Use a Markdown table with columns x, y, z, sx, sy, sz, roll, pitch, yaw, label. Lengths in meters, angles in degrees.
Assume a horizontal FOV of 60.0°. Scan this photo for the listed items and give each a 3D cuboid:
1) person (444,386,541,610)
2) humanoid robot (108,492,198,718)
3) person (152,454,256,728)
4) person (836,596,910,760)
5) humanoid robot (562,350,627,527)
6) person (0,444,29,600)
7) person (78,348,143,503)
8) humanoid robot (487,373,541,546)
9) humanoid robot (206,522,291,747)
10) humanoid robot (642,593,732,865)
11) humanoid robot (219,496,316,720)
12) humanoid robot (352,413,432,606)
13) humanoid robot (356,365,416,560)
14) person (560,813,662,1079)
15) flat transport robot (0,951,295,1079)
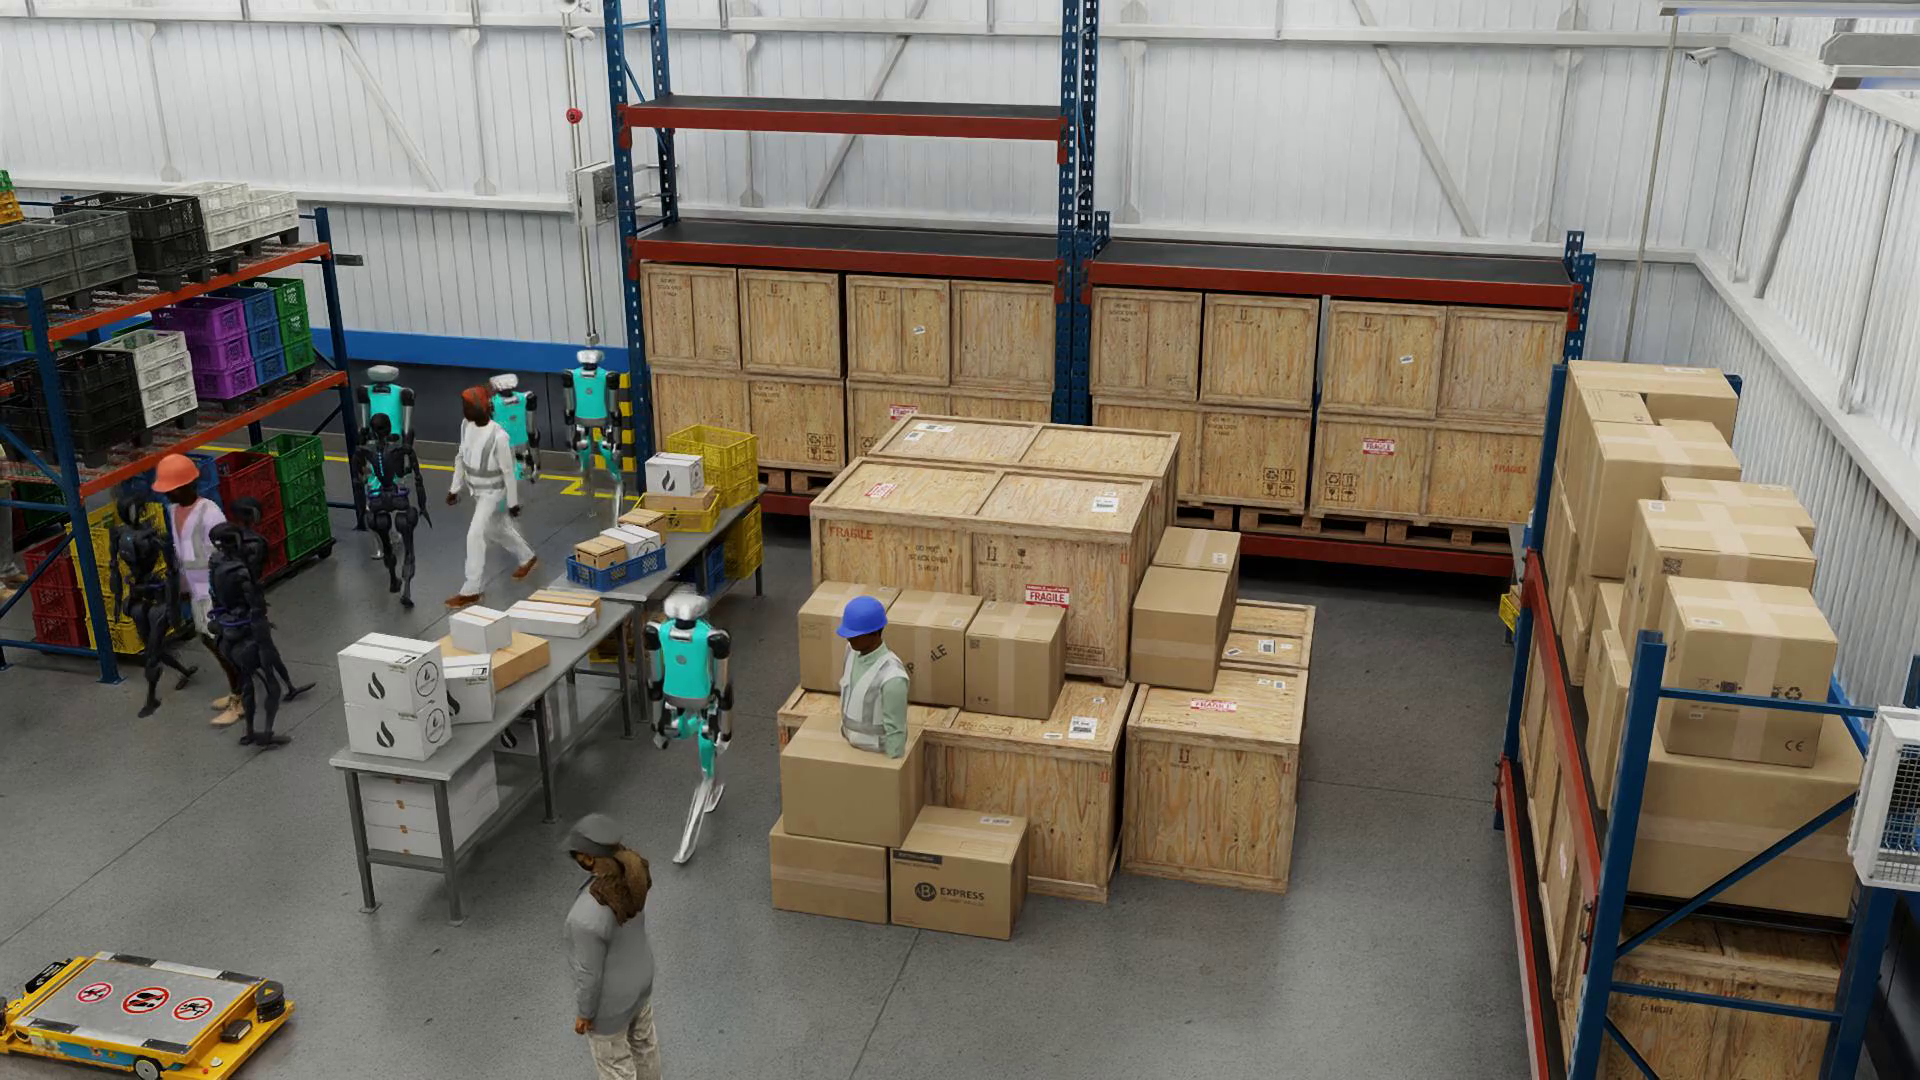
| x | y | z | sx | sy | sz | roll | pitch | yaw | label |
| --- | --- | --- | --- | --- | --- | --- | --- | --- | --- |
| -3.966 | -0.410 | 13.934 | 0.987 | 1.818 | 0.557 | -18 | 27 | -39 | person |
| -5.844 | 0.417 | 12.028 | 0.589 | 1.636 | 0.648 | 5 | 22 | 14 | humanoid robot |
| -5.330 | 0.343 | 11.704 | 0.652 | 2.020 | 0.449 | 14 | 25 | 33 | person |
| -0.503 | 1.210 | 9.551 | 0.410 | 1.939 | 0.606 | -11 | 24 | -26 | person |
| -3.369 | -0.964 | 15.609 | 0.540 | 1.806 | 0.809 | 0 | 21 | 1 | humanoid robot |
| -8.120 | -0.409 | 13.932 | 0.431 | 1.835 | 0.622 | -3 | 21 | -7 | person |
| -7.726 | -0.896 | 15.214 | 0.458 | 1.815 | 0.606 | -19 | 28 | -40 | person |
| -4.101 | -0.689 | 14.849 | 0.537 | 1.762 | 1.017 | -16 | 26 | -35 | humanoid robot |
| -4.926 | 0.650 | 11.370 | 0.614 | 1.653 | 0.316 | 16 | 26 | 36 | humanoid robot |
| -1.579 | 1.063 | 10.297 | 0.546 | 1.771 | 1.034 | 4 | 21 | 10 | humanoid robot |
| -5.061 | 0.468 | 11.888 | 0.685 | 1.646 | 0.602 | -11 | 24 | -27 | humanoid robot |
| -4.728 | -0.263 | 13.820 | 0.609 | 1.637 | 0.729 | -3 | 21 | -9 | humanoid robot |
| -5.124 | -0.595 | 14.570 | 0.536 | 1.719 | 0.966 | 4 | 21 | 10 | humanoid robot |
| -1.572 | 2.037 | 7.613 | 0.398 | 1.769 | 0.560 | 6 | 22 | 14 | person |
| -4.270 | 2.464 | 8.601 | 1.431 | 0.231 | 0.659 | 5 | 22 | 13 | flat transport robot |
